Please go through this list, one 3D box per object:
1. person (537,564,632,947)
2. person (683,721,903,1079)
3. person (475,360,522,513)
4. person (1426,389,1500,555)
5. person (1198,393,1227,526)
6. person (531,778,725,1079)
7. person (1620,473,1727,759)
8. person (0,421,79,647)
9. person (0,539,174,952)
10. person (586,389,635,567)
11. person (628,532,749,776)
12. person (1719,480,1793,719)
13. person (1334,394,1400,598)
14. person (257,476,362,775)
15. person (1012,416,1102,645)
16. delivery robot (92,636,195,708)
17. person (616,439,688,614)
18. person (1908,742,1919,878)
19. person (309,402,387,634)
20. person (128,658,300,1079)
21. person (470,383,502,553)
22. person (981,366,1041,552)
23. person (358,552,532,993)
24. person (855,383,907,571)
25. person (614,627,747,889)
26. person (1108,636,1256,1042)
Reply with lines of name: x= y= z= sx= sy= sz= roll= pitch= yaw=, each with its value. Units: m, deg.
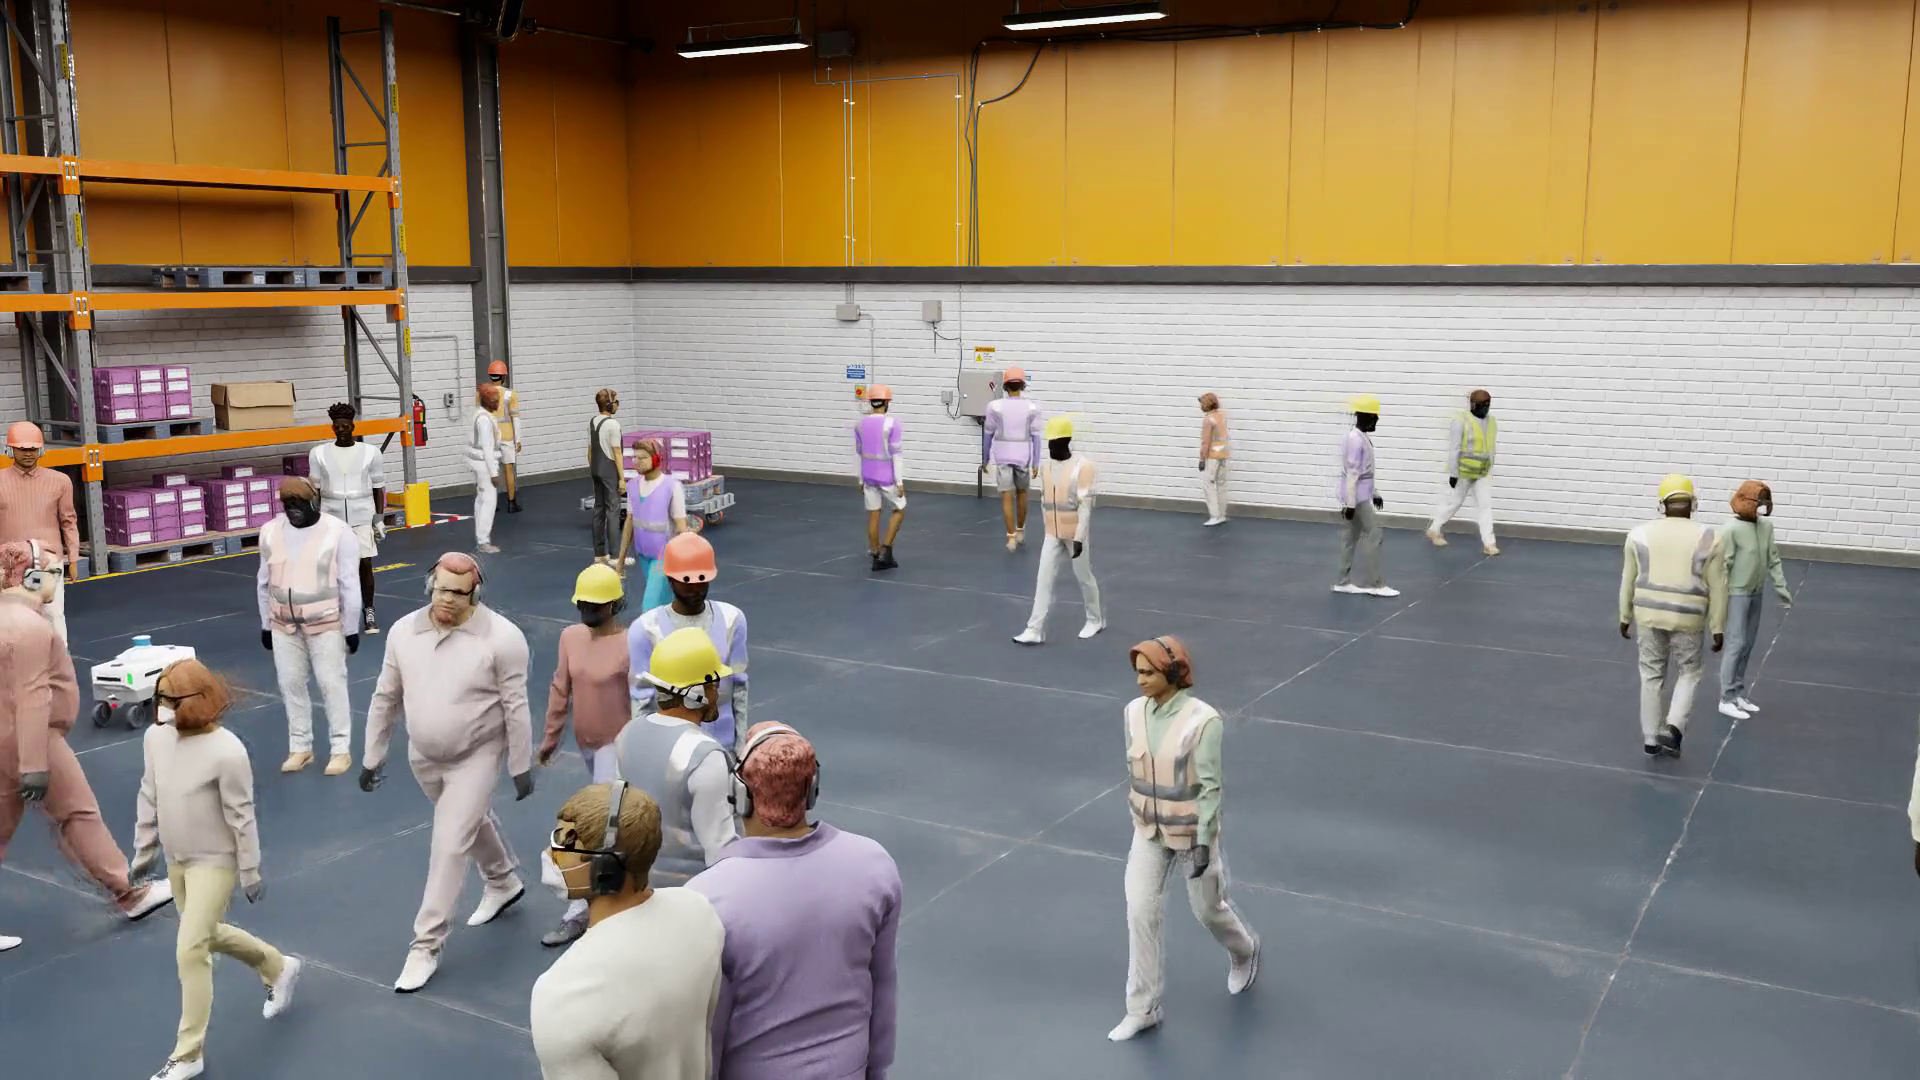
person: x=-1.639 y=0.941 z=7.803 sx=0.514 sy=1.712 sz=0.947 roll=7 pitch=11 yaw=36
person: x=-0.460 y=1.403 z=4.281 sx=0.636 sy=1.911 sz=0.406 roll=-6 pitch=11 yaw=-34
person: x=-5.831 y=-1.301 z=21.064 sx=0.553 sy=1.935 sz=0.364 roll=0 pitch=9 yaw=-1
person: x=5.549 y=-0.763 z=18.184 sx=0.665 sy=1.796 sz=0.937 roll=-4 pitch=10 yaw=-23
person: x=3.081 y=-0.986 z=20.121 sx=0.329 sy=1.608 sz=0.639 roll=5 pitch=10 yaw=29
person: x=-0.752 y=1.474 z=3.737 sx=0.372 sy=1.940 sz=0.630 roll=3 pitch=10 yaw=18
person: x=4.415 y=0.488 z=10.330 sx=0.630 sy=1.799 sz=0.469 roll=6 pitch=11 yaw=32
person: x=-6.657 y=0.140 z=11.935 sx=0.617 sy=1.990 sz=0.399 roll=-6 pitch=11 yaw=-33
person: x=-4.143 y=0.915 z=7.522 sx=0.653 sy=1.841 sz=1.035 roll=8 pitch=12 yaw=42
person: x=-3.650 y=-0.646 z=17.263 sx=0.506 sy=1.847 sz=0.344 roll=8 pitch=12 yaw=41
person: x=-1.167 y=0.912 z=7.312 sx=0.543 sy=1.927 sz=0.397 roll=-6 pitch=11 yaw=-31
person: x=5.421 y=0.396 z=11.425 sx=0.515 sy=1.627 sz=0.347 roll=-5 pitch=11 yaw=-30
person: x=3.877 y=-0.412 z=15.621 sx=0.713 sy=1.905 sz=0.599 roll=2 pitch=9 yaw=12
person: x=-3.926 y=0.516 z=10.080 sx=0.641 sy=1.827 sz=0.432 roll=1 pitch=9 yaw=5
person: x=0.860 y=-0.079 z=13.634 sx=0.607 sy=1.879 sz=0.986 roll=8 pitch=12 yaw=42
delivery robot: x=-5.565 y=0.897 z=11.353 sx=0.477 sy=0.478 sz=0.707 roll=2 pitch=9 yaw=12
person: x=-2.360 y=0.151 z=12.416 sx=0.593 sy=1.801 sz=0.934 roll=8 pitch=12 yaw=42
person: x=3.830 y=1.067 z=6.159 sx=0.615 sy=1.975 sz=0.751 roll=2 pitch=9 yaw=10
person: x=-5.132 y=-0.176 z=13.952 sx=0.603 sy=1.966 sz=0.367 roll=-3 pitch=10 yaw=-17
person: x=-2.858 y=1.216 z=6.382 sx=0.510 sy=1.606 sz=0.751 roll=5 pitch=10 yaw=28
person: x=-5.175 y=-0.793 z=18.177 sx=0.355 sy=1.863 sz=0.746 roll=-3 pitch=10 yaw=-17
person: x=0.556 y=-0.907 z=18.356 sx=0.634 sy=2.007 sz=0.894 roll=-1 pitch=9 yaw=-5
person: x=-2.248 y=0.944 z=7.374 sx=0.732 sy=1.847 sz=1.028 roll=2 pitch=9 yaw=15
person: x=-0.803 y=-0.635 z=16.927 sx=0.580 sy=1.925 sz=0.390 roll=5 pitch=10 yaw=29
person: x=-0.926 y=1.205 z=5.742 sx=0.403 sy=1.835 sz=0.588 roll=-9 pitch=12 yaw=-43
person: x=0.912 y=1.161 z=6.729 sx=0.512 sy=1.606 sz=0.786 roll=8 pitch=12 yaw=42
